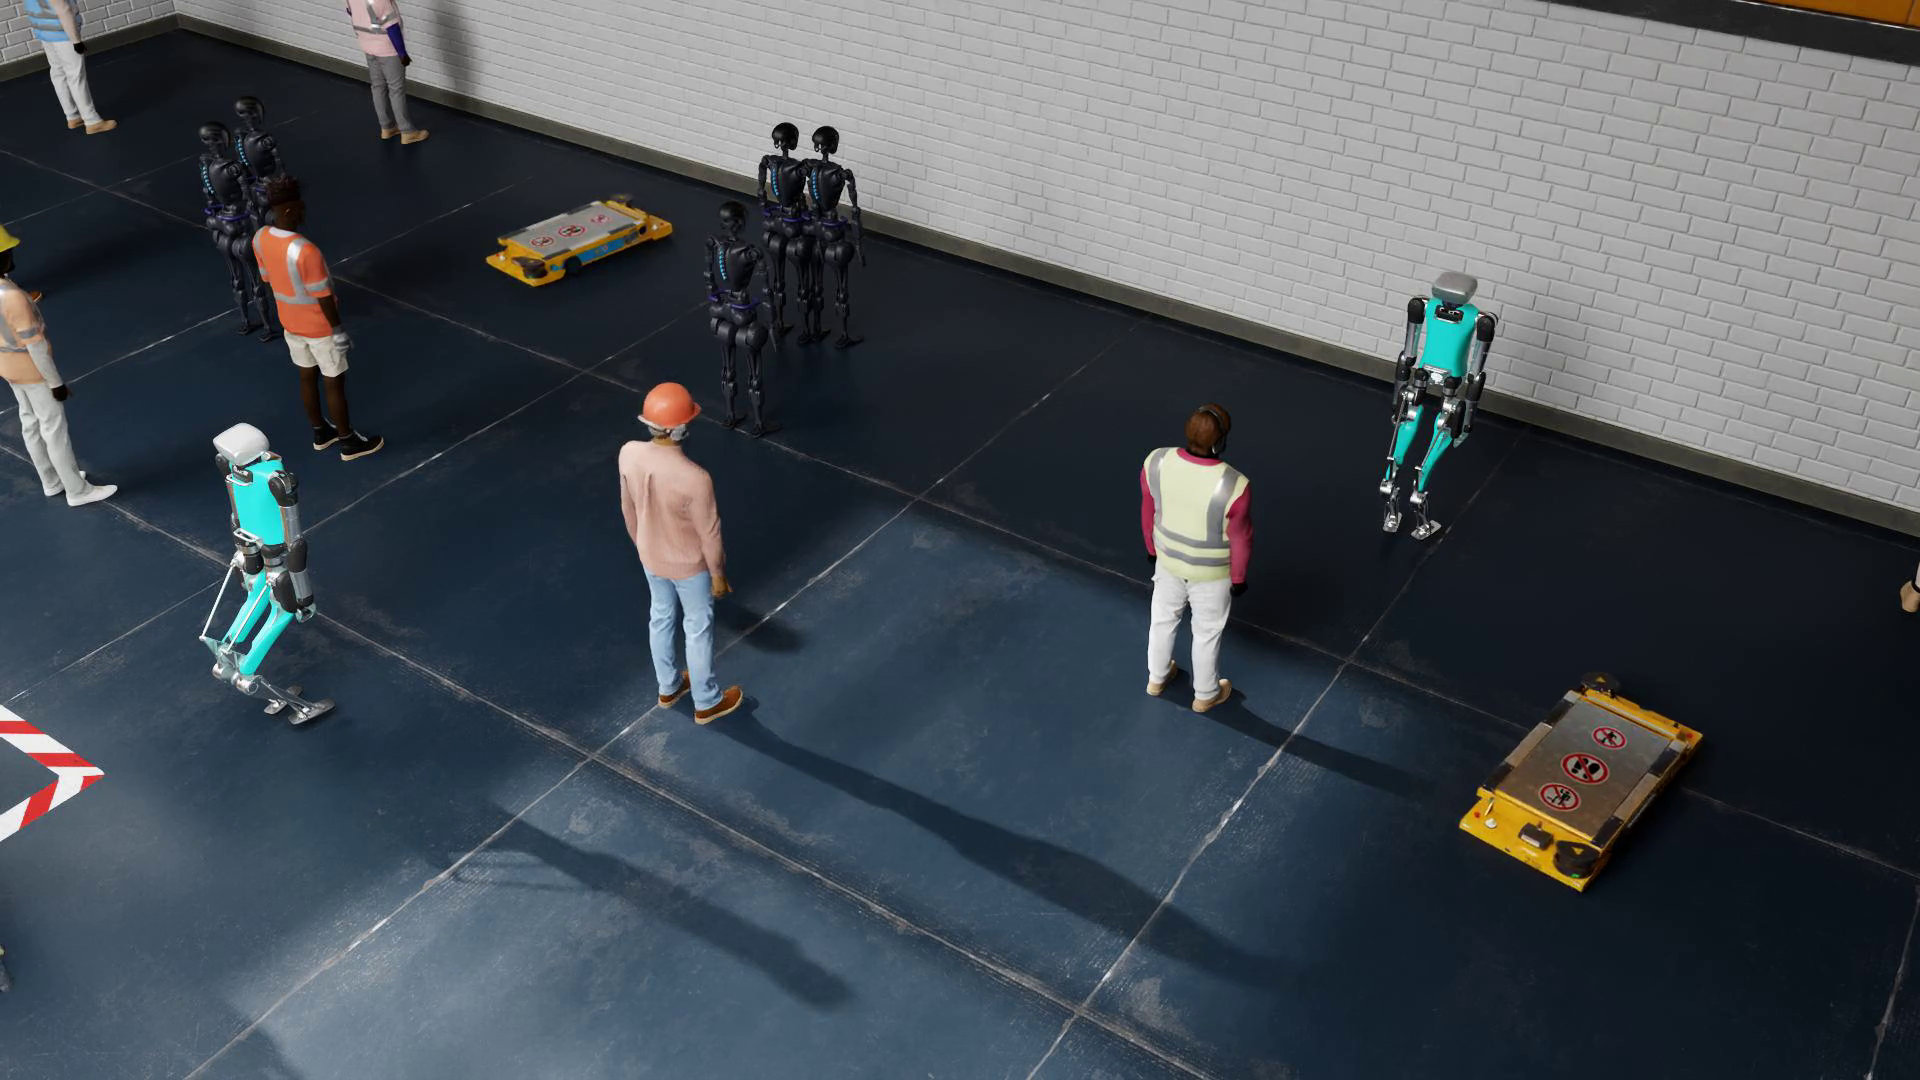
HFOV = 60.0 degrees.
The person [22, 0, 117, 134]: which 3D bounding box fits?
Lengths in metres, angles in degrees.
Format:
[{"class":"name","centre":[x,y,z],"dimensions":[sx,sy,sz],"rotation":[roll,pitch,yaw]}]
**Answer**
[{"class":"person","centre":[-8.494,-4.773,15.711],"dimensions":[0.625,1.846,0.429],"rotation":[21,40,27]}]

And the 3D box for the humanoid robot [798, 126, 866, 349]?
[{"class":"humanoid robot","centre":[-0.969,-2.233,12.214],"dimensions":[0.599,1.657,0.315],"rotation":[21,40,27]}]

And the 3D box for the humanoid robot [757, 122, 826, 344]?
[{"class":"humanoid robot","centre":[-1.260,-2.272,12.270],"dimensions":[0.599,1.657,0.315],"rotation":[21,40,27]}]

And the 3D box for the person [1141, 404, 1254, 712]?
[{"class":"person","centre":[1.244,0.100,8.750],"dimensions":[0.625,1.844,0.429],"rotation":[21,40,27]}]

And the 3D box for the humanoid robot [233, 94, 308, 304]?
[{"class":"humanoid robot","centre":[-5.278,-2.590,12.722],"dimensions":[0.599,1.659,0.315],"rotation":[21,40,27]}]

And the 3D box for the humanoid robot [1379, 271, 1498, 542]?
[{"class":"humanoid robot","centre":[2.745,-0.717,9.887],"dimensions":[0.533,1.681,0.735],"rotation":[21,40,27]}]

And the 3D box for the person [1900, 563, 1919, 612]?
[{"class":"person","centre":[5.778,-0.354,9.357],"dimensions":[0.472,1.891,0.385],"rotation":[21,40,27]}]

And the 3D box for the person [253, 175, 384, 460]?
[{"class":"person","centre":[-4.218,-1.433,10.833],"dimensions":[0.605,1.966,0.368],"rotation":[21,40,27]}]

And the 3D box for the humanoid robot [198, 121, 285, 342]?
[{"class":"humanoid robot","centre":[-5.345,-2.291,12.296],"dimensions":[0.599,1.657,0.315],"rotation":[21,40,27]}]

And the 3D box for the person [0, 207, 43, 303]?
[{"class":"person","centre":[-7.555,-2.703,12.623],"dimensions":[0.610,1.994,0.376],"rotation":[21,40,27]}]

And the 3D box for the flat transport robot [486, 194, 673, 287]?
[{"class":"flat transport robot","centre":[-3.159,-2.501,13.838],"dimensions":[0.659,0.231,1.431],"rotation":[27,43,33]}]

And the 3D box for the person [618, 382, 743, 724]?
[{"class":"person","centre":[-1.449,0.074,8.659],"dimensions":[0.623,1.990,0.398],"rotation":[21,40,27]}]

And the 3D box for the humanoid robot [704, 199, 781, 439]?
[{"class":"humanoid robot","centre":[-1.480,-1.490,11.150],"dimensions":[0.599,1.659,0.315],"rotation":[21,40,27]}]

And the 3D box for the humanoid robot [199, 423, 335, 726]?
[{"class":"humanoid robot","centre":[-3.650,0.268,8.484],"dimensions":[0.533,1.677,0.735],"rotation":[21,40,27]}]

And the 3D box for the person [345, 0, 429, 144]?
[{"class":"person","centre":[-5.368,-4.586,15.521],"dimensions":[0.603,1.756,0.420],"rotation":[21,40,27]}]

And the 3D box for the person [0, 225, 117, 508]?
[{"class":"person","centre":[-5.799,-1.085,10.370],"dimensions":[0.586,1.927,0.363],"rotation":[21,40,27]}]

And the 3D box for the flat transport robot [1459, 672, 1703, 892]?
[{"class":"flat transport robot","centre":[3.215,1.206,8.540],"dimensions":[0.659,0.231,1.431],"rotation":[27,43,33]}]
